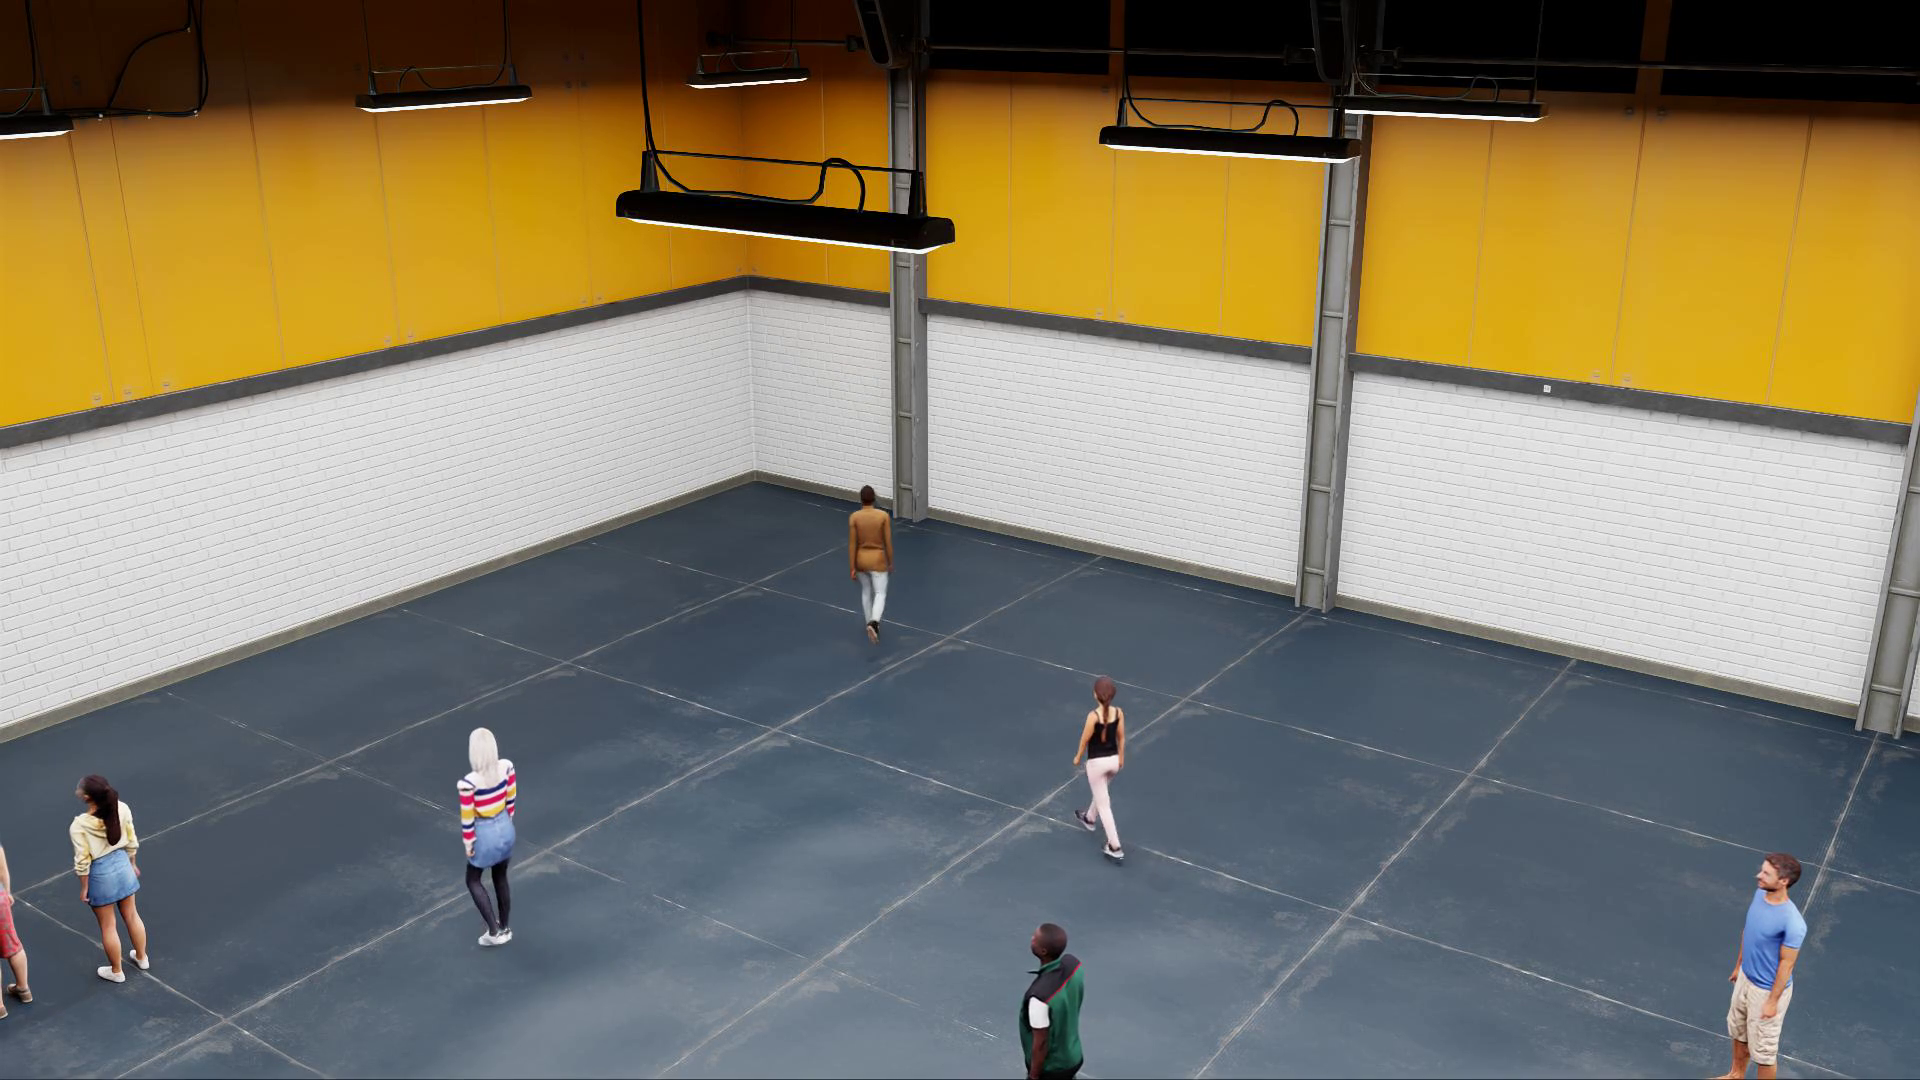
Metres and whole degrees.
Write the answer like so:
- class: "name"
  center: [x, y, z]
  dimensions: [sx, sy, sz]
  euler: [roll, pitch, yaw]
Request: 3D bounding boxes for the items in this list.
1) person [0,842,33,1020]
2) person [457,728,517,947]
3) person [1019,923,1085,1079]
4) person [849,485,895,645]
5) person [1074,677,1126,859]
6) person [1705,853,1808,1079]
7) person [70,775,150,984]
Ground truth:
- class: "person"
  center: [-6.916, 2.605, 11.798]
  dimensions: [0.575, 1.650, 0.626]
  euler: [9, 20, 24]
- class: "person"
  center: [-3.507, 2.260, 12.582]
  dimensions: [0.667, 1.803, 0.698]
  euler: [16, 24, 39]
- class: "person"
  center: [0.556, 3.116, 9.985]
  dimensions: [0.614, 1.839, 0.686]
  euler: [11, 22, 30]
- class: "person"
  center: [-0.983, 0.296, 18.418]
  dimensions: [1.081, 1.801, 1.031]
  euler: [1, 19, 3]
- class: "person"
  center: [1.232, 1.933, 13.991]
  dimensions: [0.796, 1.523, 1.093]
  euler: [-11, 22, -30]
- class: "person"
  center: [5.187, 2.850, 10.735]
  dimensions: [0.780, 1.863, 0.741]
  euler: [-1, 19, -4]
- class: "person"
  center: [-6.260, 2.470, 12.229]
  dimensions: [0.554, 1.630, 0.651]
  euler: [11, 22, 30]
